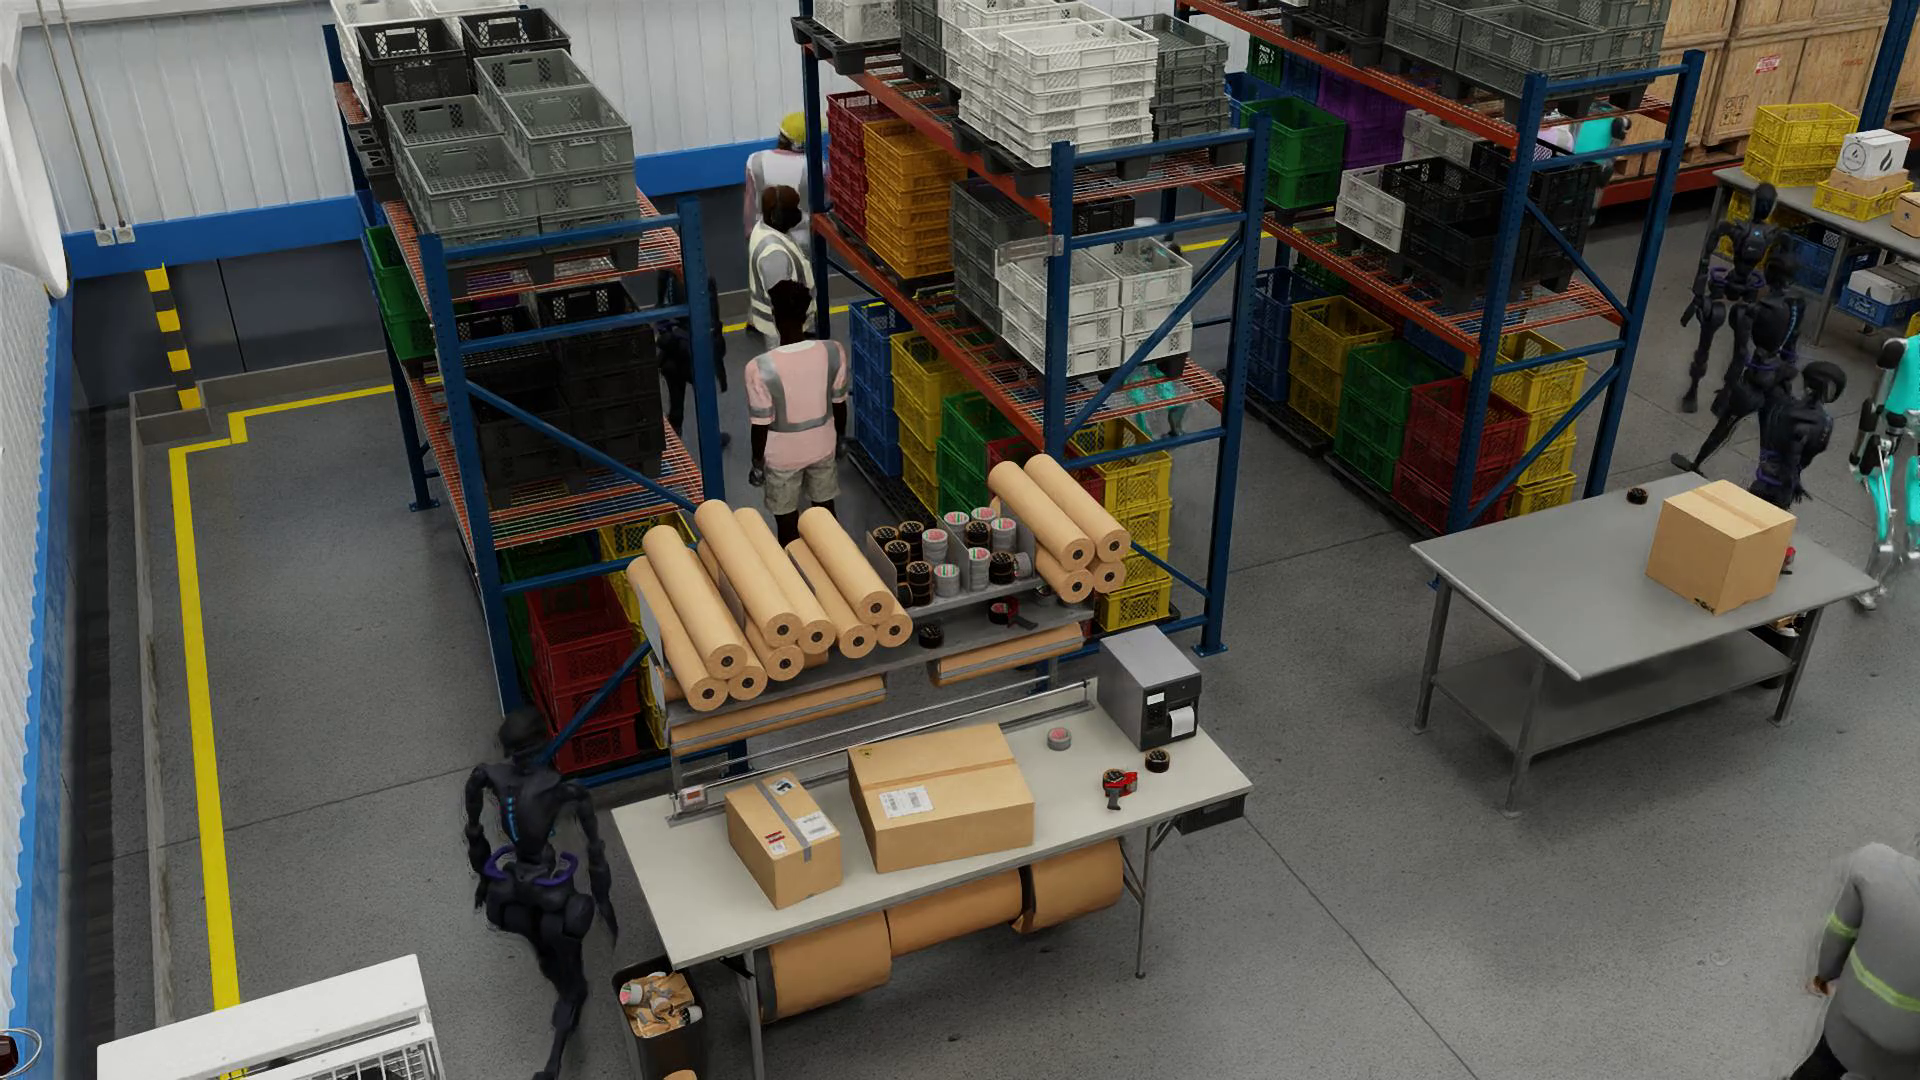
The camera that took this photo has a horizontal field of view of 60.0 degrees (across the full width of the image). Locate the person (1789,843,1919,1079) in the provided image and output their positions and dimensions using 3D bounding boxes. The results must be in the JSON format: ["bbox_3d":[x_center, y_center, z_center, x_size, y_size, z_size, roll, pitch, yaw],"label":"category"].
[{"bbox_3d":[3.189,1.661,5.775,0.654,1.835,0.587,-17,36,-26],"label":"person"}]

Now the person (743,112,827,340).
[{"bbox_3d":[-1.294,-2.267,12.211,0.645,1.783,0.411,1,32,2],"label":"person"}]

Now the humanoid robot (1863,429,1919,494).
[{"bbox_3d":[6.110,-0.948,10.175,0.560,1.833,0.901,-25,40,-35],"label":"humanoid robot"}]

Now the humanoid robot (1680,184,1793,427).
[{"bbox_3d":[5.193,-1.573,11.181,0.585,1.643,0.535,7,32,11],"label":"humanoid robot"}]

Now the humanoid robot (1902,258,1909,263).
[{"bbox_3d":[7.890,-2.771,13.156,0.587,1.631,0.731,-15,35,-22],"label":"humanoid robot"}]

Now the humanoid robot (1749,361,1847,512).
[{"bbox_3d":[4.464,-0.245,9.067,0.680,1.636,0.591,17,36,26],"label":"humanoid robot"}]

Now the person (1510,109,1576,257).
[{"bbox_3d":[4.639,-3.008,13.335,0.603,1.867,0.409,-3,32,-5],"label":"person"}]

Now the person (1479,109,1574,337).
[{"bbox_3d":[4.058,-2.371,12.133,0.606,2.044,0.370,-1,32,-1],"label":"person"}]

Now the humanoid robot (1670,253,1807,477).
[{"bbox_3d":[4.945,-1.006,10.305,0.610,1.619,0.789,-16,35,-24],"label":"humanoid robot"}]

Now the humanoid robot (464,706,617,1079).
[{"bbox_3d":[-1.652,1.391,6.398,0.609,1.630,0.672,6,32,10],"label":"humanoid robot"}]

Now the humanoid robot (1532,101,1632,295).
[{"bbox_3d":[4.597,-2.603,12.815,0.871,1.765,0.530,-10,33,-15],"label":"humanoid robot"}]

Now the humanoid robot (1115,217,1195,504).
[{"bbox_3d":[1.232,-1.001,10.287,0.543,1.876,0.805,-14,34,-22],"label":"humanoid robot"}]

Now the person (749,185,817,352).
[{"bbox_3d":[-1.130,-1.408,10.757,0.429,1.841,0.633,-5,32,-9],"label":"person"}]

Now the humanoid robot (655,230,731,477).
[{"bbox_3d":[-1.755,-1.197,10.633,0.596,1.627,0.740,20,37,30],"label":"humanoid robot"}]

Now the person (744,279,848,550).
[{"bbox_3d":[-0.892,-0.507,9.175,0.612,1.964,0.361,-18,36,-27],"label":"person"}]

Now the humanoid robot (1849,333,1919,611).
[{"bbox_3d":[5.207,-0.342,9.120,0.530,1.790,0.727,6,32,9],"label":"humanoid robot"}]
